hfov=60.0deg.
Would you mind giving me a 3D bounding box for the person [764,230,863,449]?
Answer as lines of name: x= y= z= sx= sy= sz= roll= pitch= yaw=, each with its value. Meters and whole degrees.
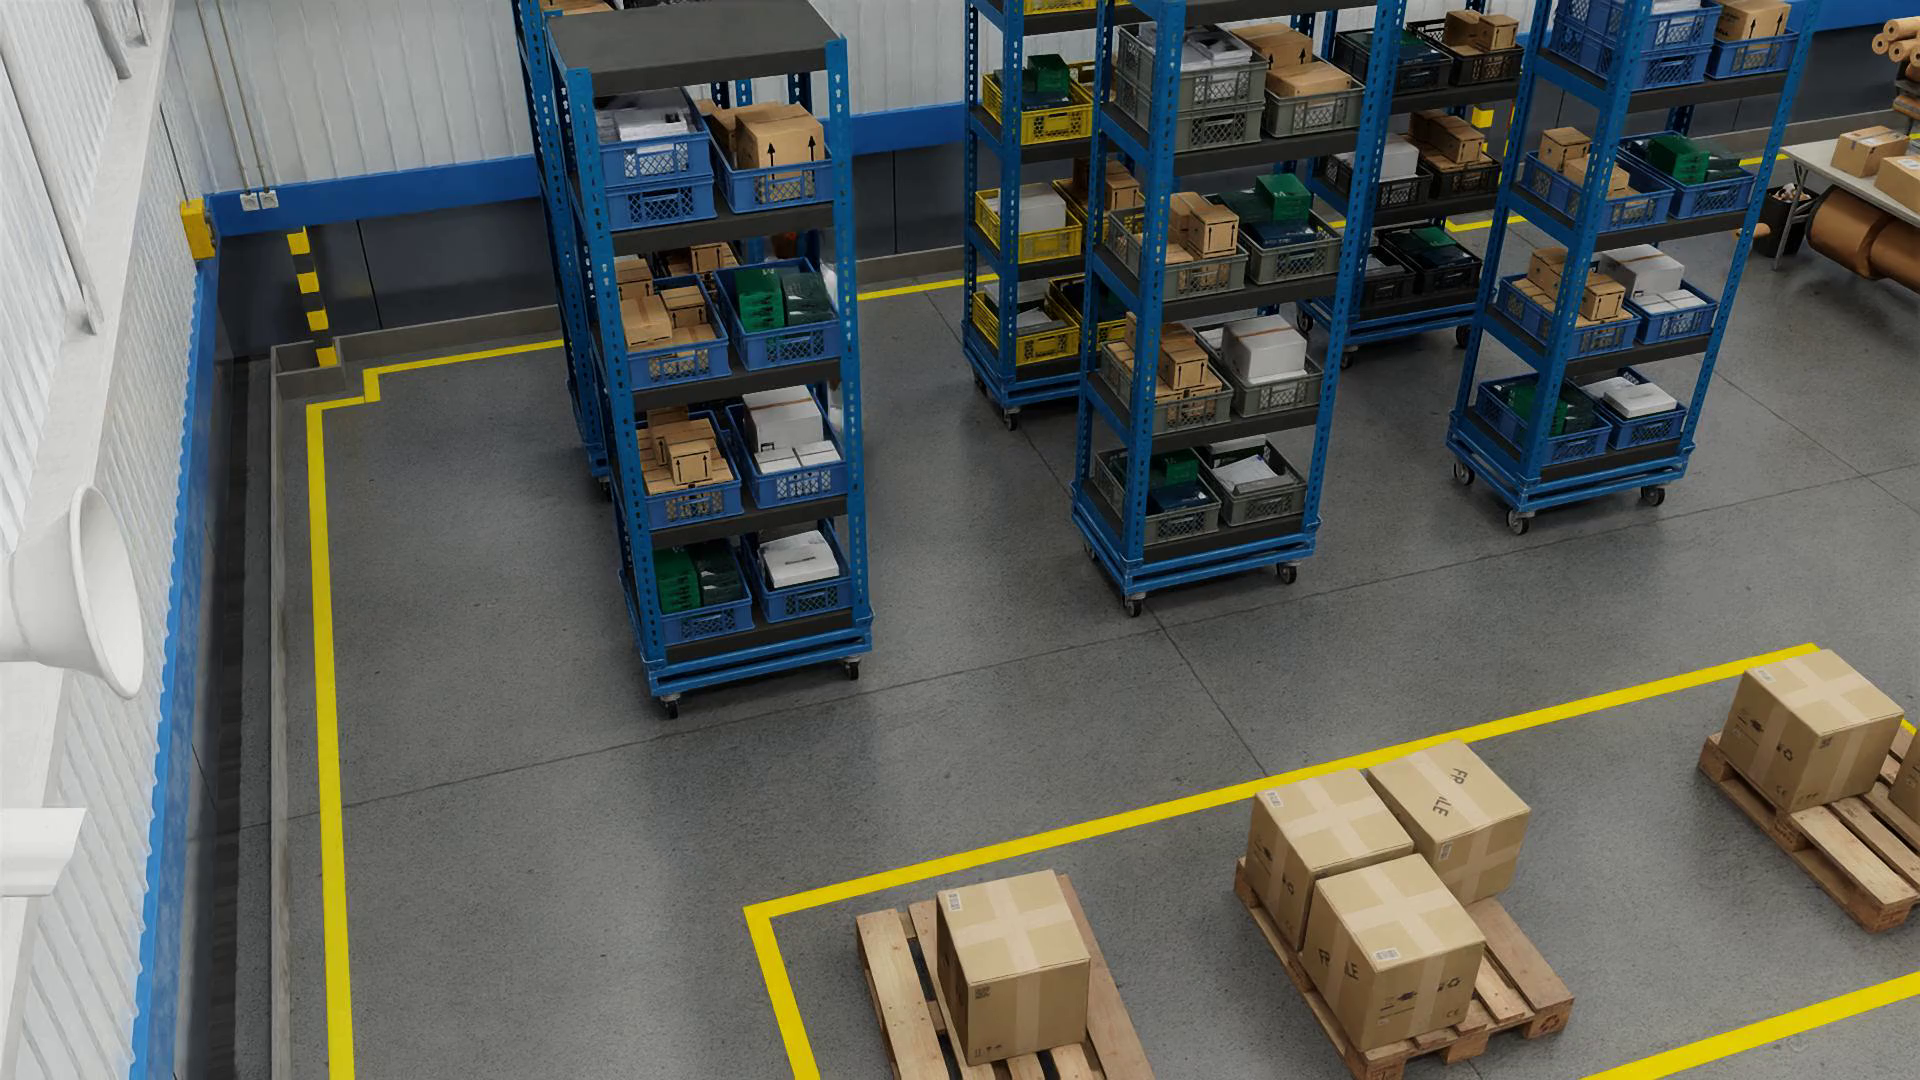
person: x=-0.945 y=-1.167 z=10.327 sx=0.586 sy=1.865 sz=0.674 roll=18 pitch=39 yaw=23
